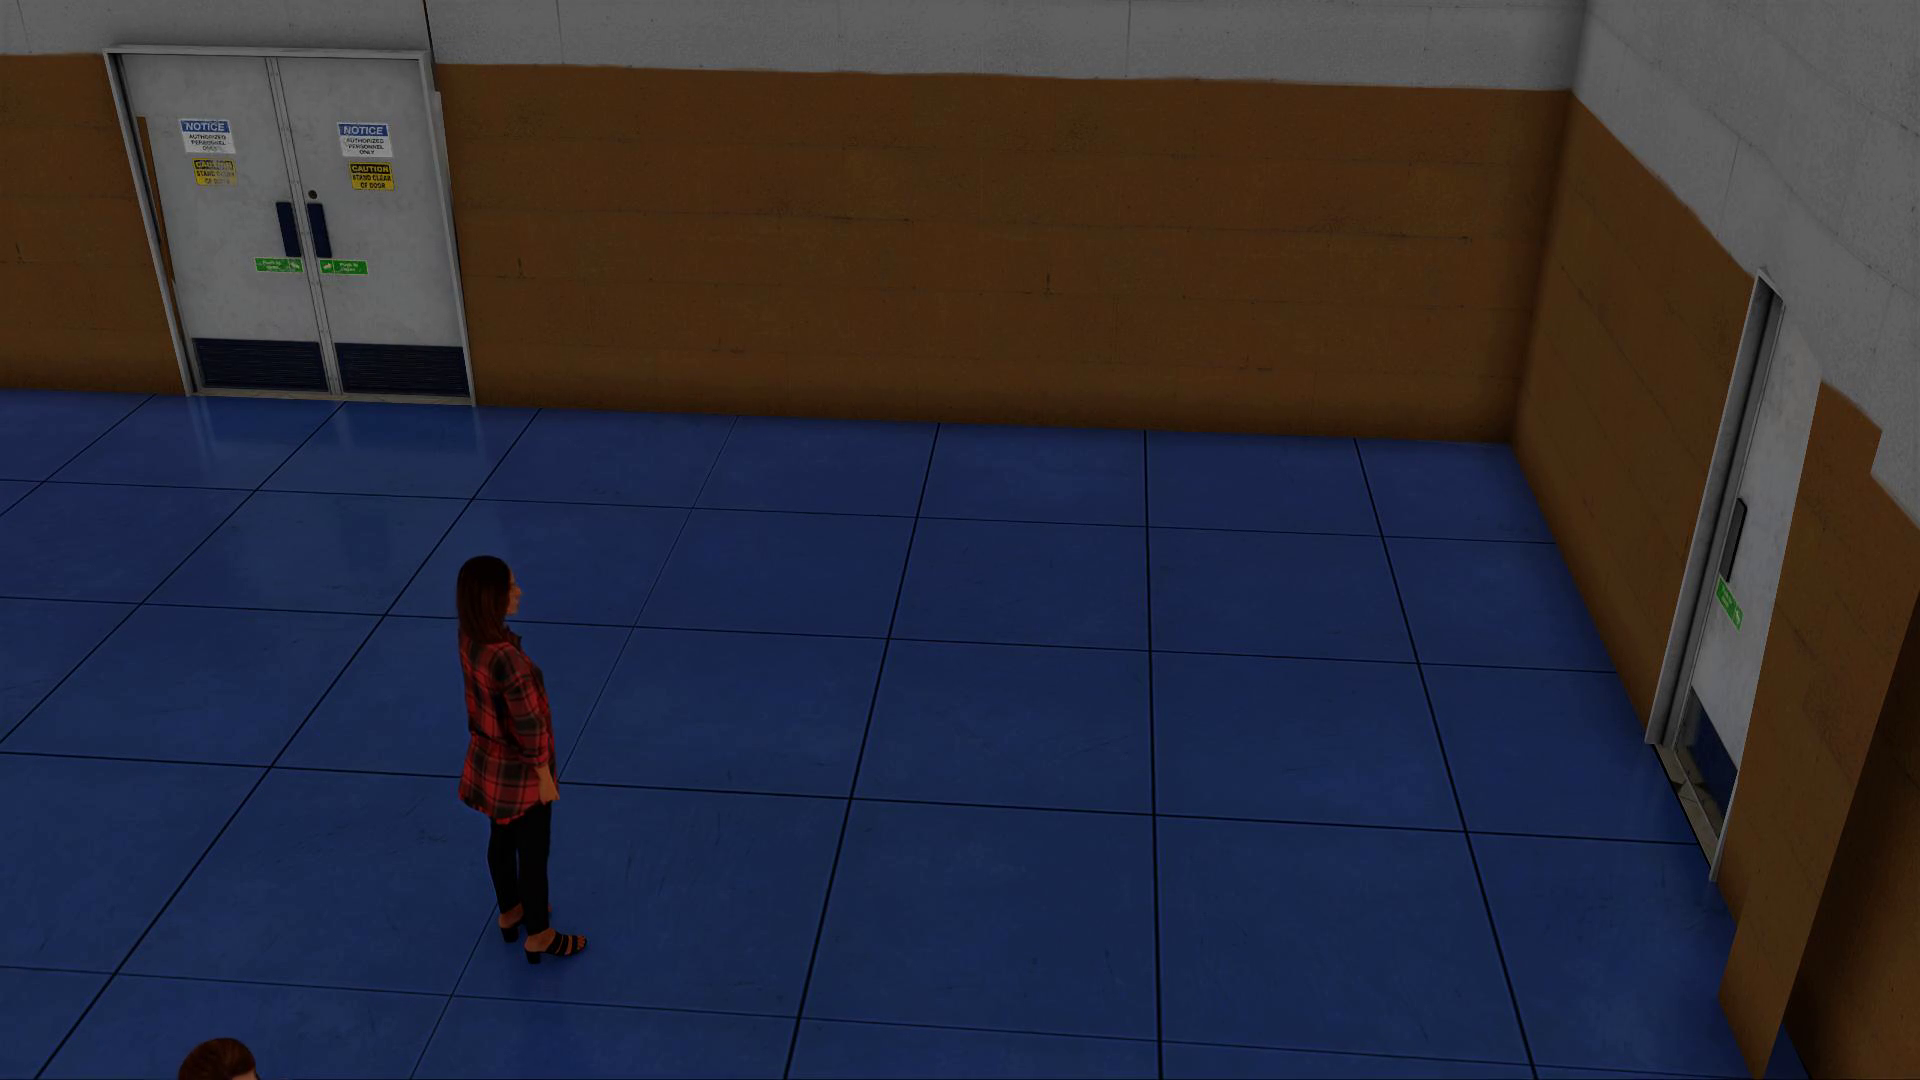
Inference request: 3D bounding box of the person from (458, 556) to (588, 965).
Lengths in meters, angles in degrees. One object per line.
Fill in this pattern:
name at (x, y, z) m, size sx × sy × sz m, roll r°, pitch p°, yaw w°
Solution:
person at (-1.661, 0.822, 6.153) m, size 0.756 × 1.700 × 0.702 m, roll -23°, pitch 36°, yaw -36°
